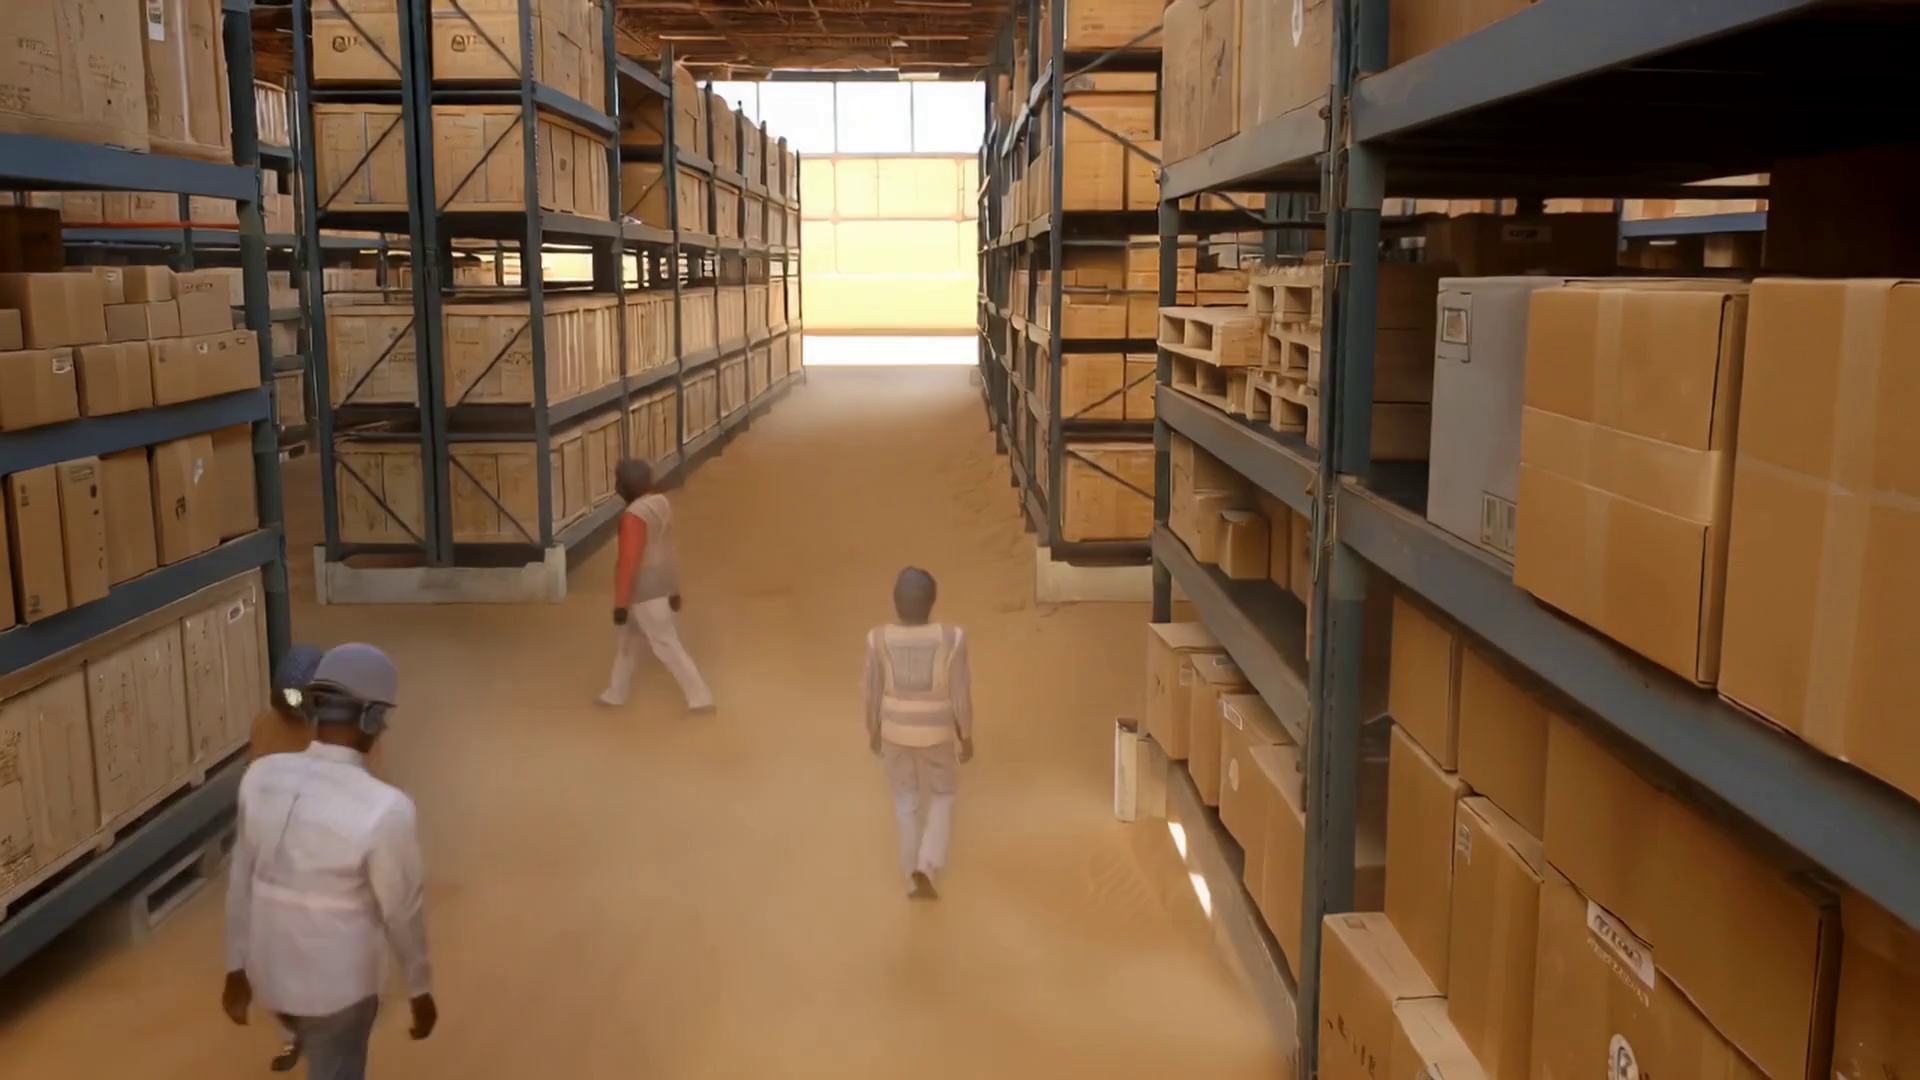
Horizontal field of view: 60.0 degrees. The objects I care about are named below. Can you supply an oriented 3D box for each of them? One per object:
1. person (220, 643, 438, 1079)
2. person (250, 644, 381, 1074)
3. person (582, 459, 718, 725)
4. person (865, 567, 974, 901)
[{"bbox_3d":[-1.824,1.276,4.874,0.635,1.946,0.620,5,10,27],"label":"person"},{"bbox_3d":[-2.464,1.200,6.385,0.501,1.645,0.408,0,9,1],"label":"person"},{"bbox_3d":[-2.065,0.348,11.095,0.992,1.792,0.628,1,9,7],"label":"person"},{"bbox_3d":[-0.205,0.938,7.908,0.538,1.623,0.466,2,9,12],"label":"person"}]
